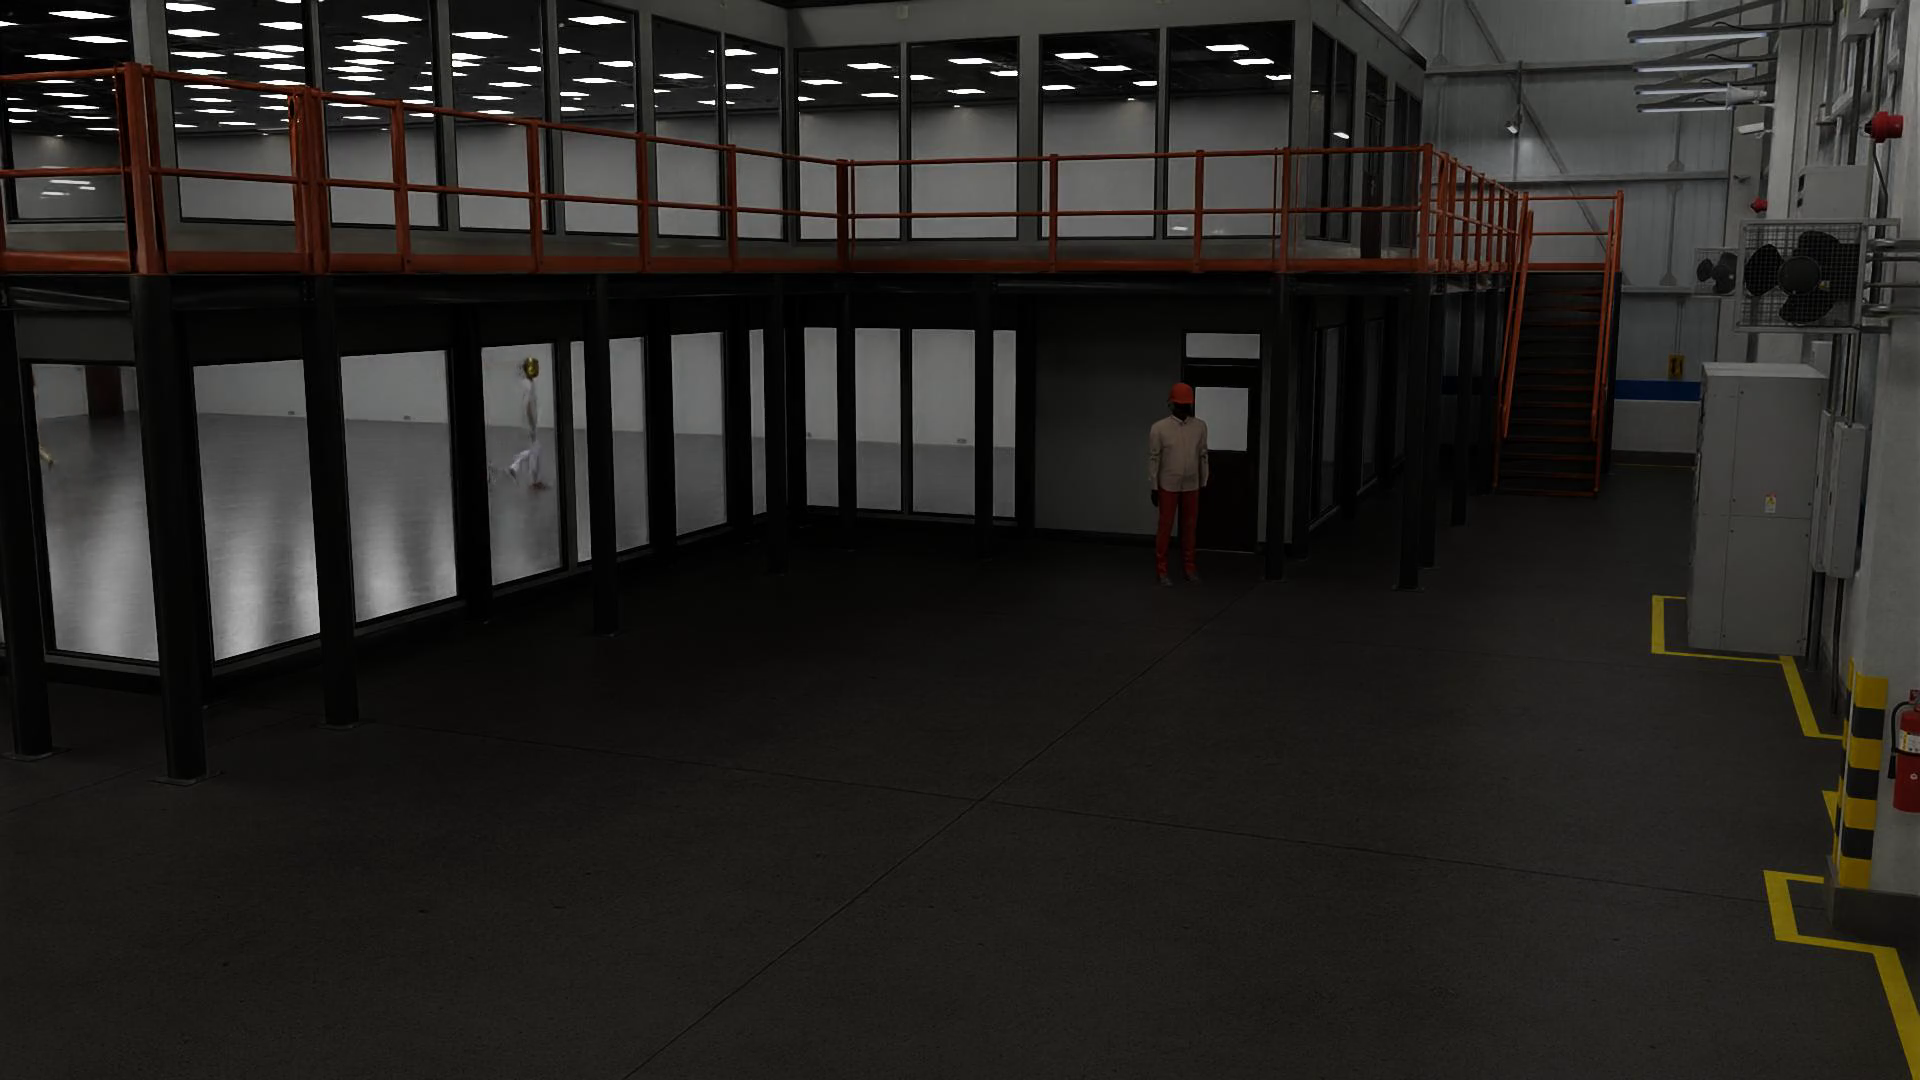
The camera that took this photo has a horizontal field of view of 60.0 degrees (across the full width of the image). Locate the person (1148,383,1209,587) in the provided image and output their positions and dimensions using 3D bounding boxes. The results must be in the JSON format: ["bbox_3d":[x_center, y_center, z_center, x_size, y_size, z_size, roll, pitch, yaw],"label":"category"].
[{"bbox_3d":[2.120,-0.527,16.080,0.616,1.986,0.407,-3,10,-18],"label":"person"}]
